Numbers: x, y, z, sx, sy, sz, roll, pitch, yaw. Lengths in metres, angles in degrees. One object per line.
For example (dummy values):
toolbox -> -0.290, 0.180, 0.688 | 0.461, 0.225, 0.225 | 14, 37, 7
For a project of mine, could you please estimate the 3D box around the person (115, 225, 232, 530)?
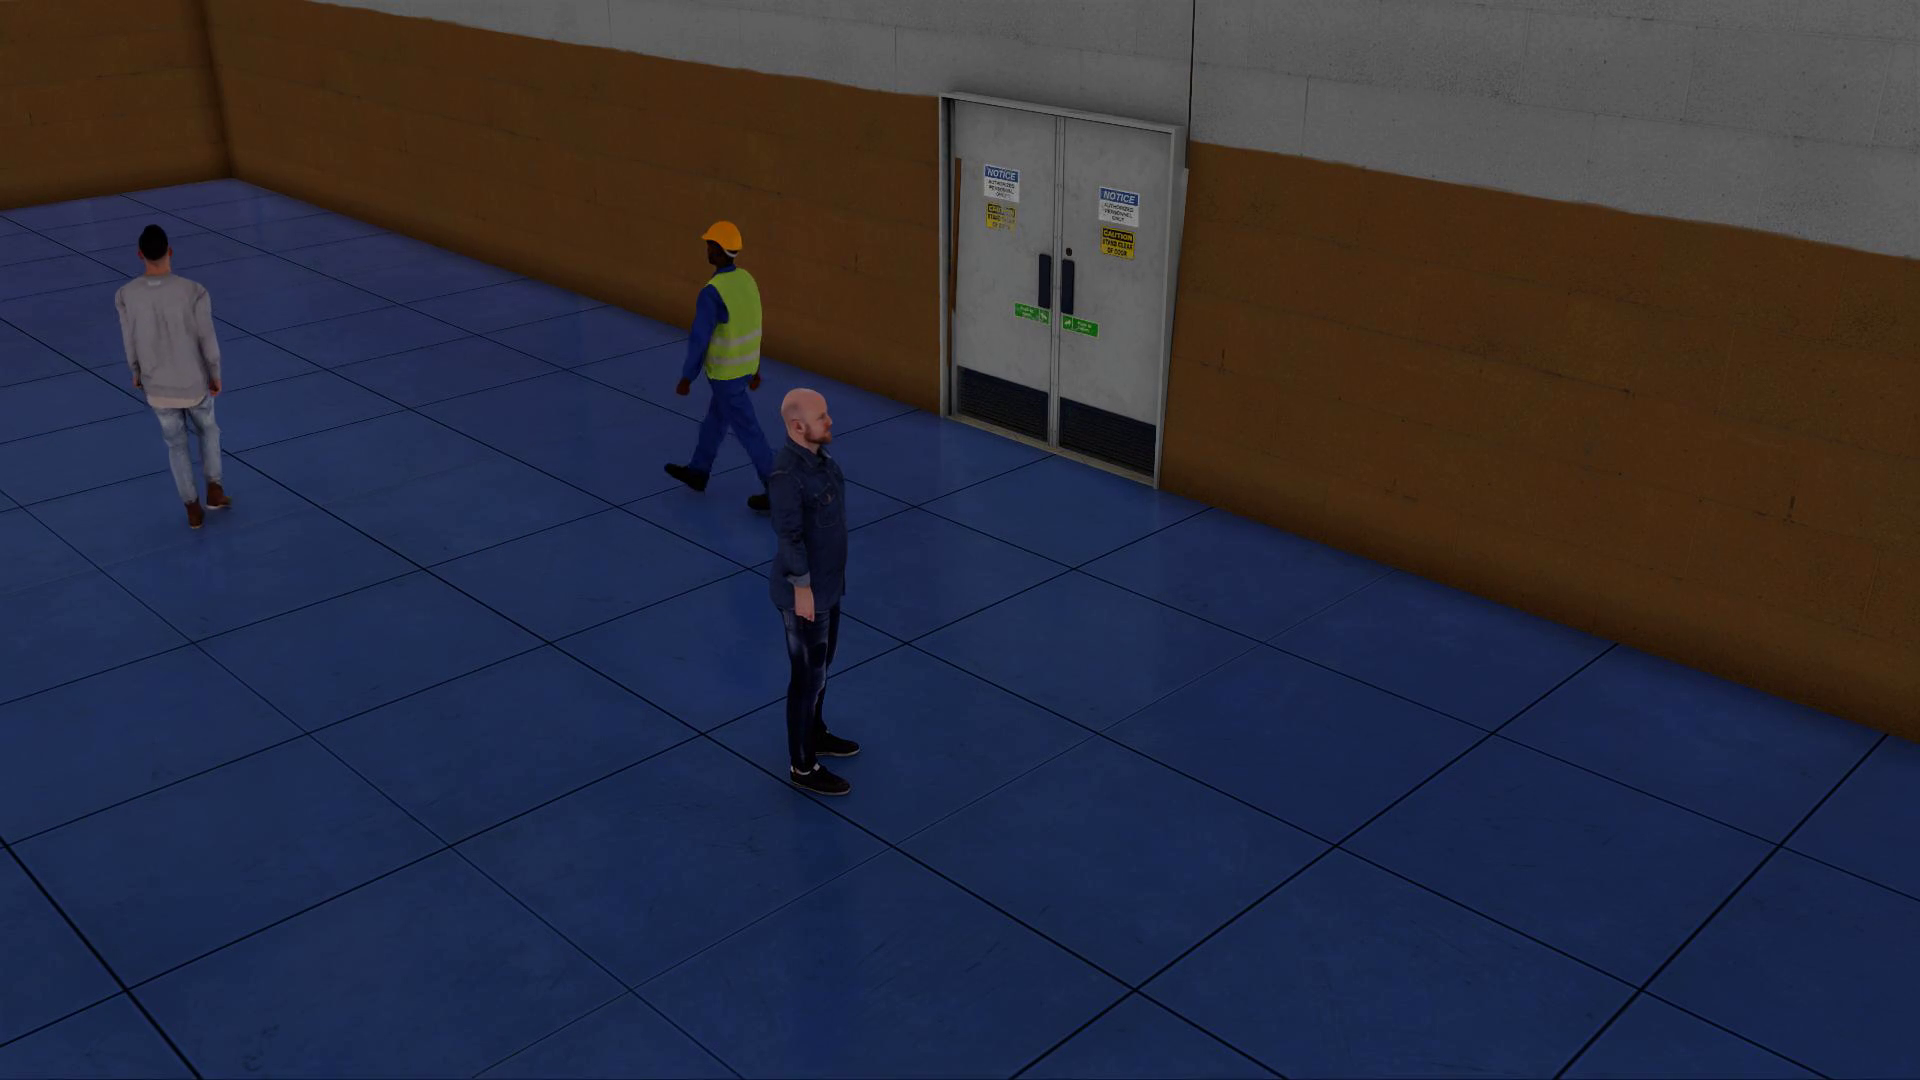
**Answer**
person -> -4.665, -0.934, 9.885 | 0.731, 1.825, 0.851 | -8, 25, -18

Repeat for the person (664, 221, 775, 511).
person -> -1.326, -0.999, 10.104 | 1.074, 1.769, 1.230 | 8, 25, 18

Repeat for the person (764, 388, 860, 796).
person -> -0.647, 0.211, 7.267 | 0.854, 1.826, 0.766 | 2, 24, 5
